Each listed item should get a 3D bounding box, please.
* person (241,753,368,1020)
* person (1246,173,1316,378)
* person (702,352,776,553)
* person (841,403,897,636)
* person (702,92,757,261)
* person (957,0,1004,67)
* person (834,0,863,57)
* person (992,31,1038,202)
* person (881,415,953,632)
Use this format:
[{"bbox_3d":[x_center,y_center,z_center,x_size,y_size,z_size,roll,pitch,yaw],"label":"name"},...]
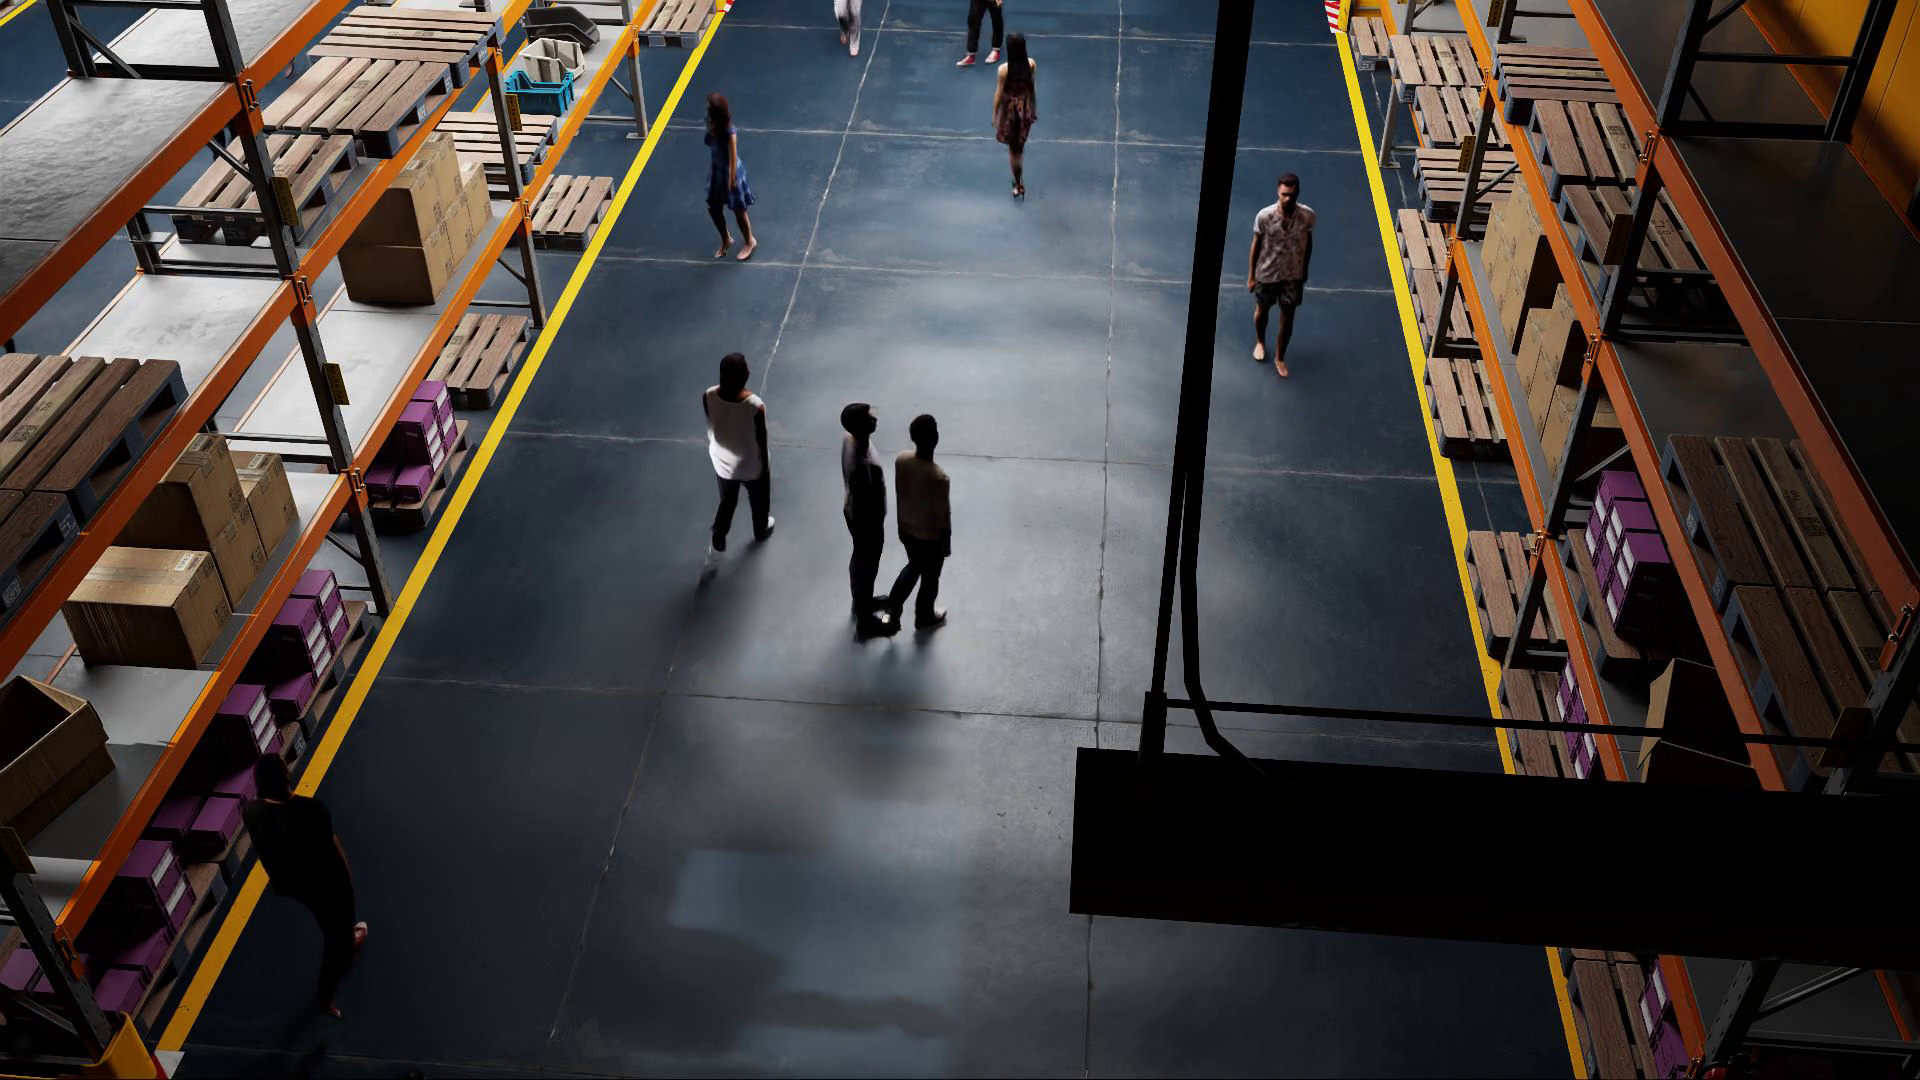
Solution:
[{"bbox_3d":[-3.568,1.894,9.064,0.640,1.734,1.005,2,39,3],"label":"person"},{"bbox_3d":[2.743,-2.369,14.357,0.672,1.790,0.803,3,39,3],"label":"person"},{"bbox_3d":[-1.654,-0.613,12.253,0.788,1.672,0.968,13,41,16],"label":"person"},{"bbox_3d":[-0.672,-0.166,11.540,0.780,1.864,0.599,-8,39,-9],"label":"person"},{"bbox_3d":[-2.162,-3.420,15.692,0.899,1.768,0.842,-25,45,-28],"label":"person"},{"bbox_3d":[0.376,-6.472,19.534,0.975,1.741,1.089,22,44,26],"label":"person"},{"bbox_3d":[-1.316,-6.690,19.790,0.625,1.763,0.724,0,39,0],"label":"person"},{"bbox_3d":[0.604,-4.210,16.684,0.804,1.764,0.871,-19,42,-22],"label":"person"},{"bbox_3d":[-0.318,-0.016,11.413,0.902,1.787,0.976,29,47,32],"label":"person"}]
